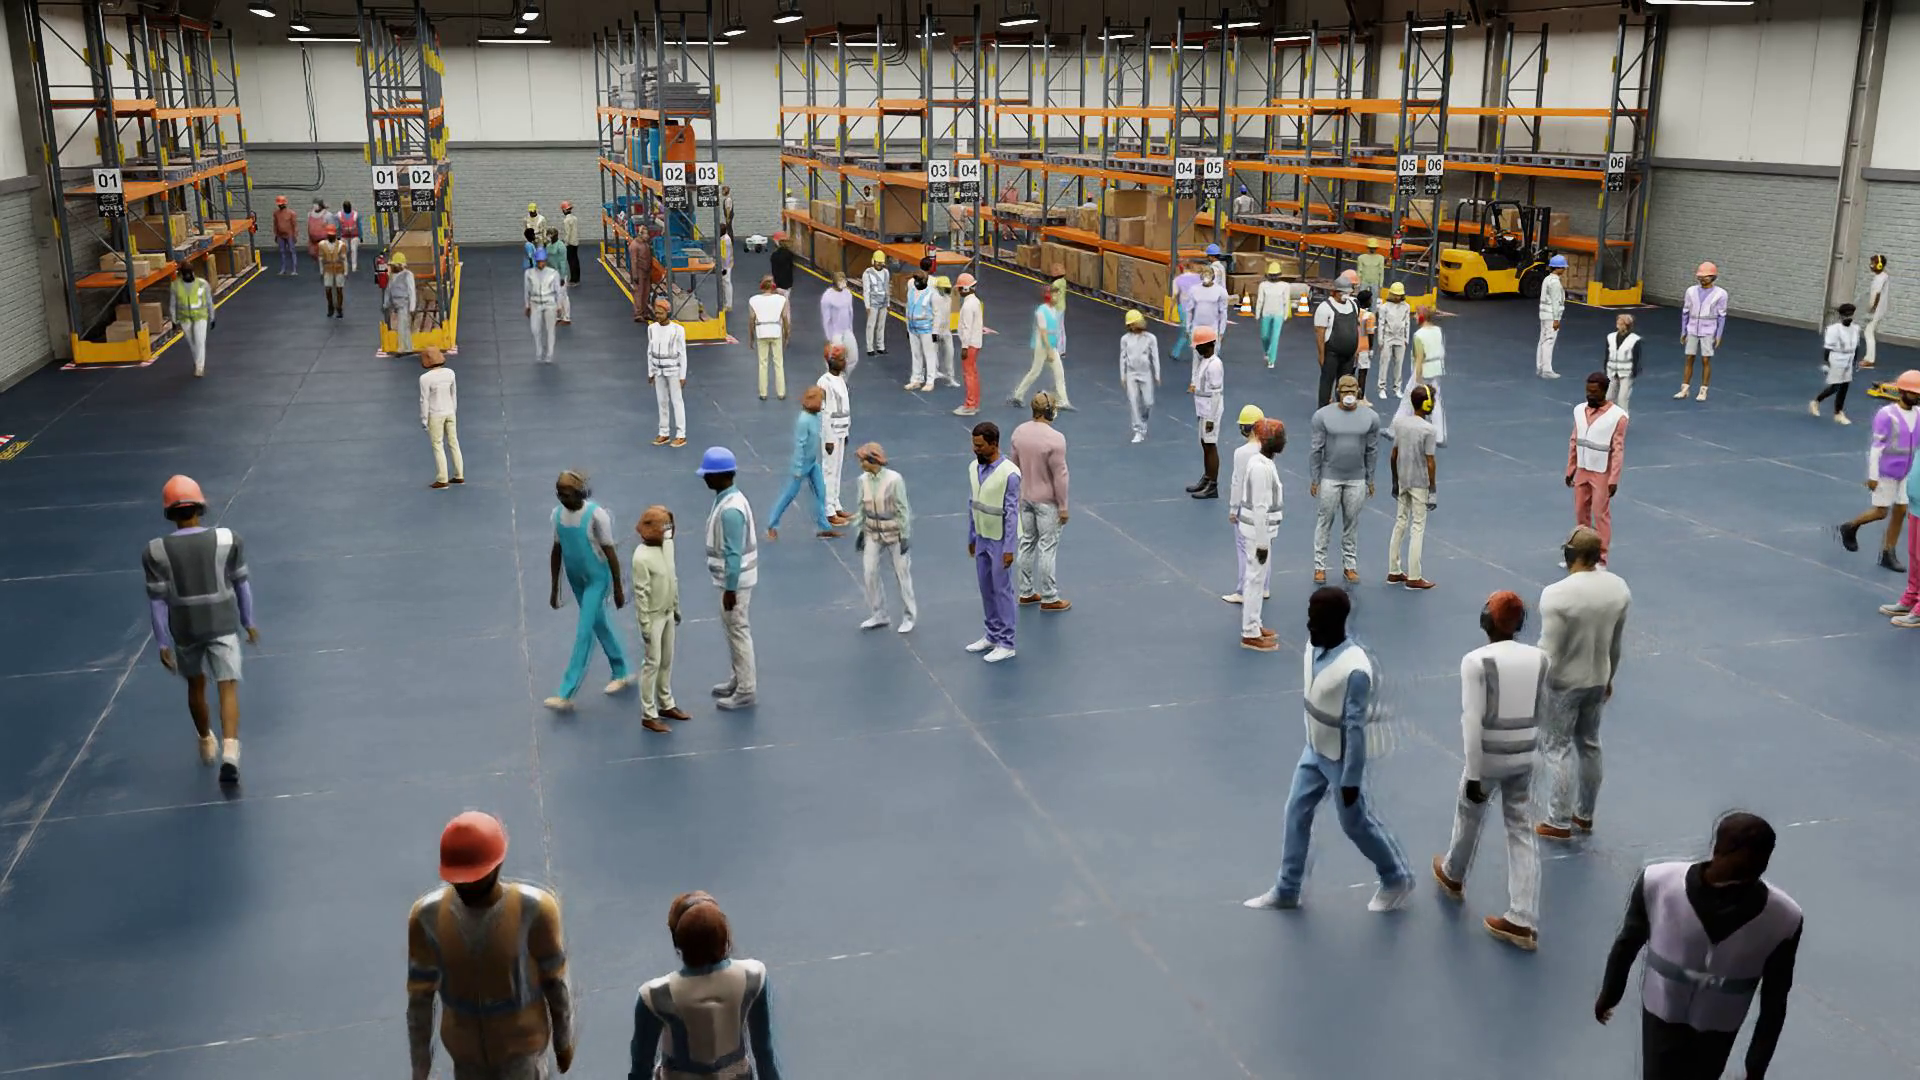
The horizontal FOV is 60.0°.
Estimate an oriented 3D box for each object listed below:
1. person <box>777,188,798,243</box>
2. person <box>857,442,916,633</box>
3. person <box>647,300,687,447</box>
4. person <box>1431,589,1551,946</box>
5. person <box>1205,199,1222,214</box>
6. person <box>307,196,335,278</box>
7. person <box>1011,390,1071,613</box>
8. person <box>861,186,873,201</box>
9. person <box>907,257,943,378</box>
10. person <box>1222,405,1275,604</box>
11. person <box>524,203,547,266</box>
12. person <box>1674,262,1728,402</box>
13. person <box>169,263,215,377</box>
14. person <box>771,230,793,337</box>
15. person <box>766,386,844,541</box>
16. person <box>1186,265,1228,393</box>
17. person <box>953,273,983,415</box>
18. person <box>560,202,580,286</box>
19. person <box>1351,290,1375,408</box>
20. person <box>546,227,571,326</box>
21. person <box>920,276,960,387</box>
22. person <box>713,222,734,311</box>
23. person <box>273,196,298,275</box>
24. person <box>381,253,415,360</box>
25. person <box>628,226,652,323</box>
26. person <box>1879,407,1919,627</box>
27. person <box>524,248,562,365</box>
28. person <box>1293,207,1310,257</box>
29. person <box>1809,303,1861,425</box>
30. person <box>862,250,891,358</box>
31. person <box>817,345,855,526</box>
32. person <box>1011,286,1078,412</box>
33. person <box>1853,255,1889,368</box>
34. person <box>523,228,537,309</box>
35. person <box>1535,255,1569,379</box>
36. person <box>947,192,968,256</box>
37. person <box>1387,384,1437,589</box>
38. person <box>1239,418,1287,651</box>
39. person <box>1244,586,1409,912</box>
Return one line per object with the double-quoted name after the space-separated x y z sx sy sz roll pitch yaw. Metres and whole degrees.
-5.063 -9.387 48.731 0.593 1.792 0.659 -11 19 -36 "person"
-0.595 -0.023 13.837 0.563 1.614 0.390 10 18 33 "person"
-3.746 -2.132 21.281 0.581 1.879 0.345 8 17 27 "person"
2.886 1.173 8.946 0.587 1.815 0.991 -4 15 -15 "person"
7.825 -10.051 51.438 0.536 1.691 0.319 -1 15 -4 "person"
-15.773 -7.455 40.991 0.711 2.000 0.536 3 15 11 "person"
0.708 -0.334 14.389 0.372 1.940 0.632 -13 20 -40 "person"
-2.720 -9.540 49.194 0.510 1.862 0.323 8 17 28 "person"
-0.541 -3.526 26.437 0.587 1.920 0.392 5 16 19 "person"
2.556 -0.316 14.670 0.528 1.759 0.336 -13 19 -39 "person"
-10.633 -7.514 41.636 0.596 1.825 0.404 2 15 8 "person"
10.880 -3.050 24.410 0.393 2.044 0.609 -14 20 -42 "person"
-12.392 -3.577 26.862 0.634 1.801 0.964 -4 15 -13 "person"
-3.331 -4.769 31.001 0.422 1.976 0.625 11 19 37 "person"
-1.614 -0.774 16.715 0.760 1.590 0.537 4 15 15 "person"
3.692 -3.158 25.012 0.636 1.939 0.362 7 16 25 "person"
0.117 -2.760 23.442 0.411 1.980 0.631 3 15 10 "person"
-9.256 -7.021 39.463 0.394 1.985 0.611 2 15 9 "person"
5.762 -2.757 23.964 0.322 1.699 0.536 -8 17 -28 "person"
-7.886 -5.163 32.591 0.374 1.932 0.623 -13 20 -41 "person"
-0.346 -3.248 25.775 0.766 1.713 0.487 14 20 42 "person"
-4.960 -5.722 34.858 0.430 1.841 0.623 -4 15 -13 "person"
-16.964 -7.648 41.823 0.611 1.985 0.393 2 15 6 "person"
-9.604 -4.001 28.439 0.683 1.803 0.523 13 20 40 "person"
-6.317 -5.290 33.129 0.401 1.899 0.647 5 16 18 "person"
8.134 -0.261 14.002 0.375 1.997 0.611 4 15 14 "person"
-6.963 -3.877 27.730 0.638 1.928 0.655 -1 15 -4 "person"
8.853 -7.845 43.005 0.348 1.760 0.528 -10 18 -34 "person"
11.978 -2.416 22.710 0.548 1.673 0.467 -6 16 -21 "person"
-1.411 -4.067 28.651 0.404 1.827 0.591 14 20 42 "person"
-1.304 -1.097 17.367 0.354 1.883 0.573 3 15 11 "person"
1.190 -2.737 23.721 0.982 1.801 0.553 9 18 32 "person"
15.122 -3.783 27.528 0.368 1.858 0.569 6 16 23 "person"
-9.097 -5.758 35.293 0.317 1.698 0.590 -5 16 -18 "person"
9.422 -3.552 26.480 0.391 1.947 0.614 1 15 3 "person"
-0.050 -8.337 44.527 0.584 1.928 0.367 5 16 19 "person"
4.126 -0.482 15.090 0.310 1.864 0.532 -9 17 -29 "person"
2.440 -0.050 13.464 0.366 1.876 0.619 2 15 8 "person"
2.068 1.145 8.971 0.914 1.890 0.605 -4 15 -14 "person"
